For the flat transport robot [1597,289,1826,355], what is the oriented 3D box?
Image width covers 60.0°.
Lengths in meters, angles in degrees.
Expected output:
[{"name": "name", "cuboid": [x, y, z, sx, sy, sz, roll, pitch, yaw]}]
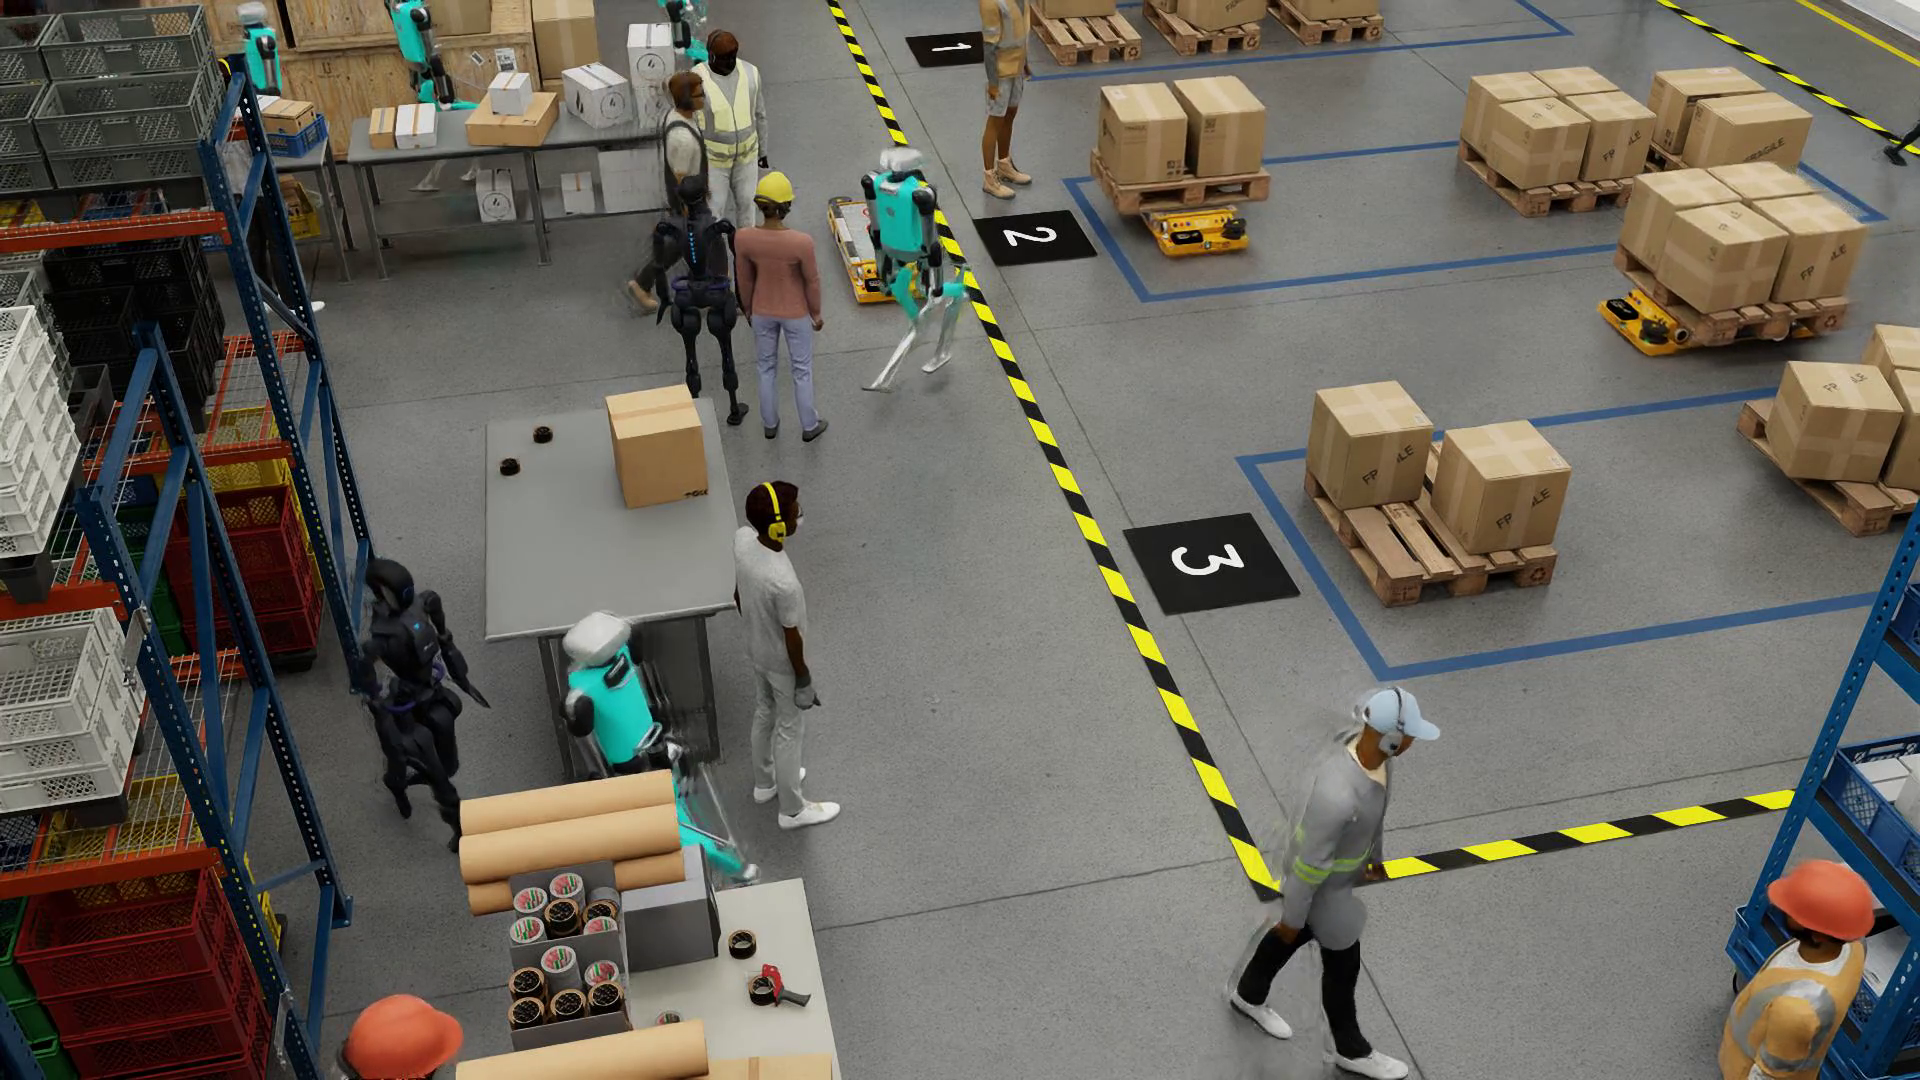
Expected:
[{"name": "flat transport robot", "cuboid": [5.316, -1.616, 11.702, 1.431, 0.197, 0.652, -8, 37, -10]}]

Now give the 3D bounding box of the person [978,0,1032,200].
[{"name": "person", "cuboid": [0.392, -3.702, 13.054, 0.391, 2.033, 0.604, 19, 41, 24]}]

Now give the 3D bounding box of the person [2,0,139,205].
[{"name": "person", "cuboid": [-6.761, -3.169, 12.475, 0.993, 1.856, 0.612, -25, 43, -30]}]

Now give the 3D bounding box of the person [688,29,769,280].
[{"name": "person", "cuboid": [-1.661, -2.770, 11.971, 0.628, 1.835, 0.429, -18, 40, -23]}]

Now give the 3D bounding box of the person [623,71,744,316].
[{"name": "person", "cuboid": [-1.917, -2.330, 11.395, 0.855, 1.817, 0.507, -10, 38, -13]}]

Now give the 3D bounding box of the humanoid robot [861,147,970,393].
[{"name": "humanoid robot", "cuboid": [-0.262, -1.727, 10.636, 0.554, 1.738, 1.024, 24, 43, 28]}]

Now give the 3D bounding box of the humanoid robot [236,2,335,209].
[{"name": "humanoid robot", "cuboid": [-5.338, -3.132, 12.536, 1.022, 1.730, 0.553, -20, 41, -25]}]

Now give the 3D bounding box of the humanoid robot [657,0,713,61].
[{"name": "humanoid robot", "cuboid": [-2.226, -4.341, 14.097, 0.746, 1.712, 0.532, -9, 38, -11]}]

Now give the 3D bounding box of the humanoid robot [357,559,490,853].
[{"name": "humanoid robot", "cuboid": [-2.457, 0.736, 7.399, 0.652, 1.630, 0.602, 14, 39, 18]}]

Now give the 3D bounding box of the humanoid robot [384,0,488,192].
[{"name": "humanoid robot", "cuboid": [-4.076, -3.599, 13.150, 0.908, 1.765, 0.542, -30, 46, -34]}]

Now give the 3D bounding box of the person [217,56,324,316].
[{"name": "person", "cuboid": [-4.834, -2.409, 11.450, 0.527, 1.870, 0.317, 21, 41, 25]}]

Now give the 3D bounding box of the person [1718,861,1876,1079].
[{"name": "person", "cuboid": [2.748, 1.804, 5.732, 0.352, 1.938, 0.543, 26, 44, 30]}]

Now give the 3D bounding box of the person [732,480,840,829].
[{"name": "person", "cuboid": [-0.813, 0.519, 7.515, 0.320, 1.870, 0.516, -22, 42, -26]}]

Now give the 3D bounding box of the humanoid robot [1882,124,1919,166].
[{"name": "humanoid robot", "cuboid": [8.048, -3.697, 13.386, 0.608, 1.633, 0.788, -15, 39, -19]}]

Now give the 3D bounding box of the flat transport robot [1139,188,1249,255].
[{"name": "flat transport robot", "cuboid": [1.722, -2.679, 13.131, 0.652, 0.197, 1.431, -8, 37, -10]}]

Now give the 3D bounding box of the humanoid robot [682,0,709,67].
[{"name": "humanoid robot", "cuboid": [-2.507, -5.266, 15.432, 0.530, 1.776, 0.996, -13, 39, -16]}]

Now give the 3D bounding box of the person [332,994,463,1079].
[{"name": "person", "cuboid": [-1.627, 2.127, 5.227, 0.411, 2.029, 0.614, -27, 44, -31]}]

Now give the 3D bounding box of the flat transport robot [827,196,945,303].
[{"name": "flat transport robot", "cuboid": [-0.570, -2.220, 12.538, 0.659, 0.231, 1.431, -8, 37, -10]}]

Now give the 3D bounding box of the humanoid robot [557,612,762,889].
[{"name": "humanoid robot", "cuboid": [-1.122, 1.097, 6.881, 0.949, 1.743, 0.530, 11, 38, 14]}]

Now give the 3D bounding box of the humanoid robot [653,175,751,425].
[{"name": "humanoid robot", "cuboid": [-1.611, -1.478, 10.347, 0.599, 1.657, 0.315, -1, 37, -1]}]

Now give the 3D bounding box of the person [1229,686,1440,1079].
[{"name": "person", "cuboid": [1.533, 1.333, 6.478, 0.871, 1.801, 0.643, 16, 40, 21]}]

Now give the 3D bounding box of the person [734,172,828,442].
[{"name": "person", "cuboid": [-1.088, -1.406, 10.195, 0.523, 1.760, 0.325, 7, 37, 10]}]
